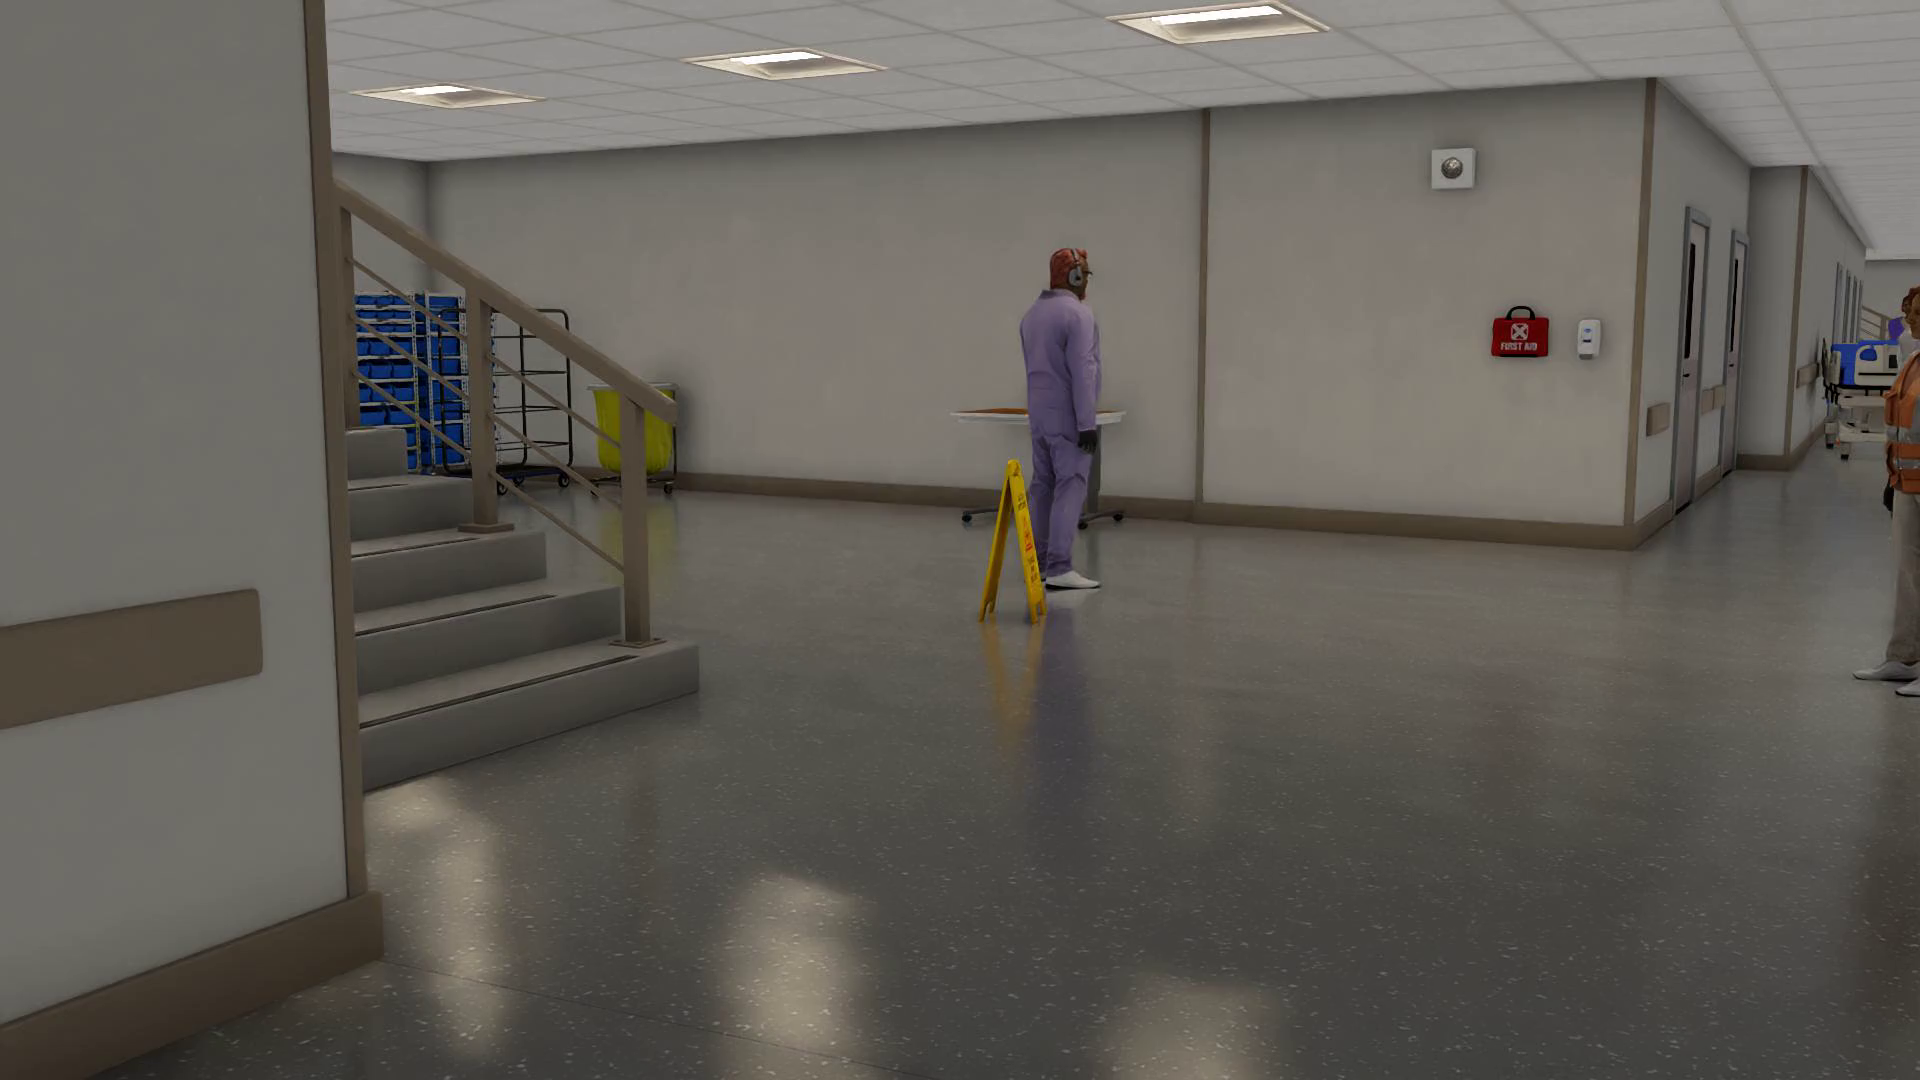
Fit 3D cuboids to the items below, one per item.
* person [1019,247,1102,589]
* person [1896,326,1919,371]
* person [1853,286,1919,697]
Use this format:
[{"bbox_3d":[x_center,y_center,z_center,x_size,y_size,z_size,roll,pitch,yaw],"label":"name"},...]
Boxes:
[{"bbox_3d":[0.595,-0.675,9.308,0.400,1.902,0.651,-4,8,-26],"label":"person"},{"bbox_3d":[4.689,-0.444,7.818,0.403,1.824,0.591,-3,8,-22],"label":"person"},{"bbox_3d":[3.847,-0.200,6.615,0.311,1.642,0.513,0,7,2],"label":"person"}]
